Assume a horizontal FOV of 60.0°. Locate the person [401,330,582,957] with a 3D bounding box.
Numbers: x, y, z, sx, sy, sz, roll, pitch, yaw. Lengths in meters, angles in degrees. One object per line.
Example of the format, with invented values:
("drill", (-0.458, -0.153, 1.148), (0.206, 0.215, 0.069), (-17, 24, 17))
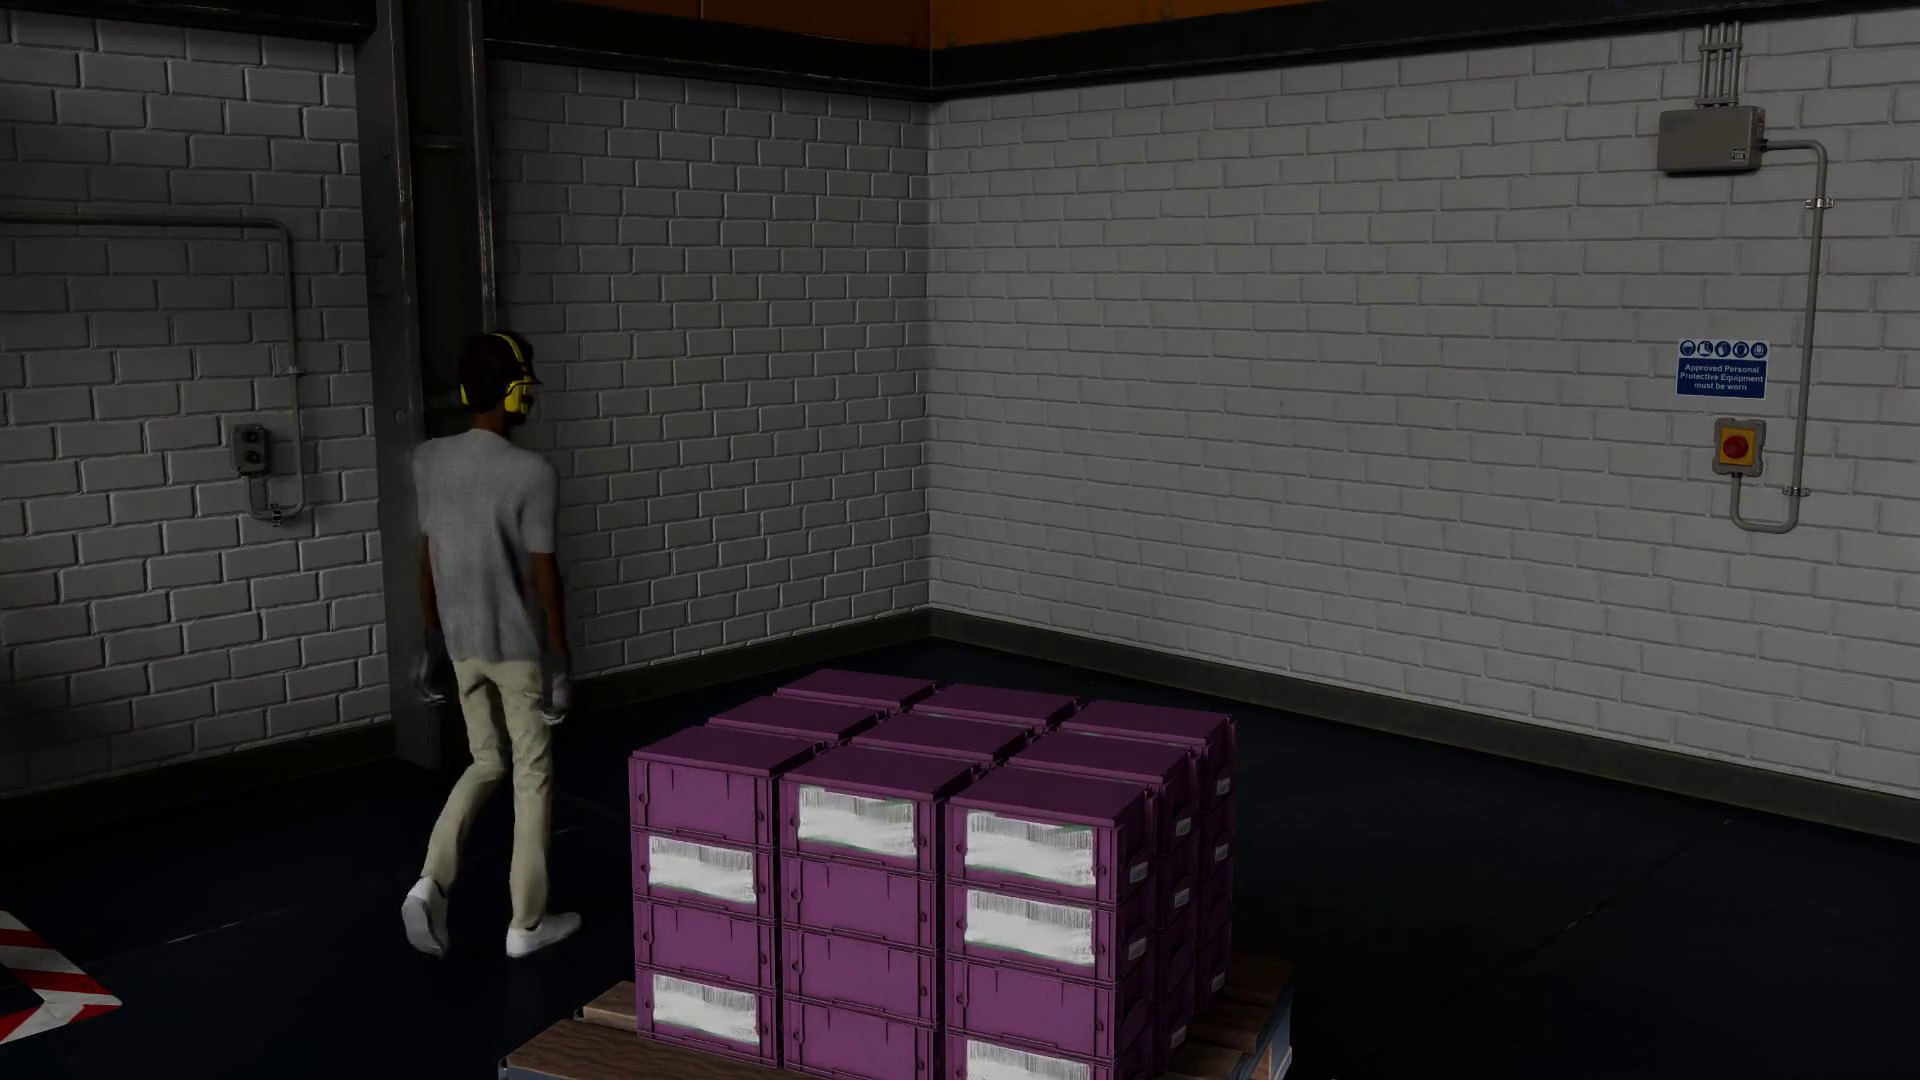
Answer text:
("person", (-1.359, 0.330, 4.768), (0.537, 1.851, 0.531), (4, 10, 22))
